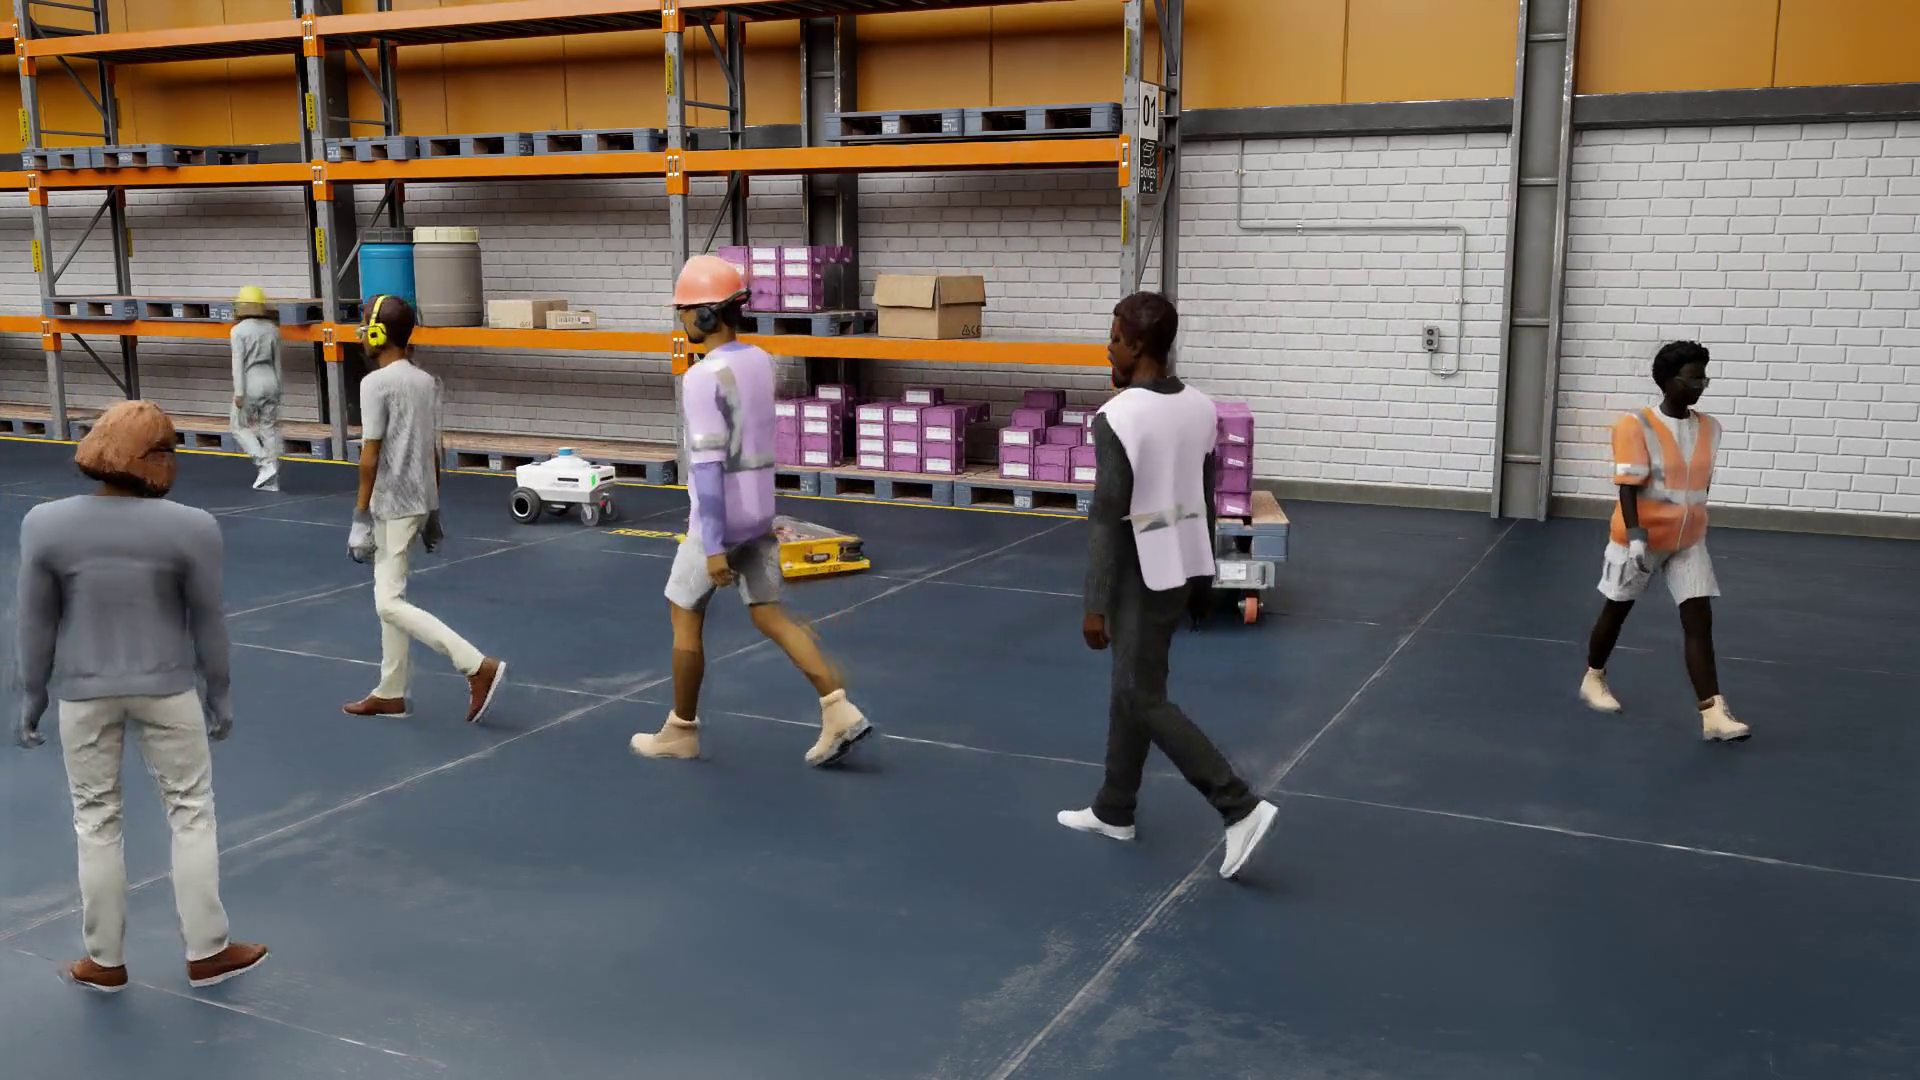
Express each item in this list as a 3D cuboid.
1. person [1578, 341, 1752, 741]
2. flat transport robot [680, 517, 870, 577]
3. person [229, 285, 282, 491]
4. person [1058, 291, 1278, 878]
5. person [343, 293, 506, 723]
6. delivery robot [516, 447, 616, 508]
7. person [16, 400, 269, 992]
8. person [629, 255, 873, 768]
[{"bbox_3d":[2.955,-0.010,6.986,0.537,1.648,0.893,-2,10,-12],"label":"person"},{"bbox_3d":[-1.221,0.020,10.761,0.652,0.197,1.431,-6,12,-33],"label":"flat transport robot"},{"bbox_3d":[-5.897,-1.260,13.917,0.357,1.727,0.501,5,11,27],"label":"person"},{"bbox_3d":[0.684,0.139,5.444,0.848,1.899,0.590,8,13,39],"label":"person"},{"bbox_3d":[-2.327,-0.115,7.043,0.729,1.848,0.529,2,10,9],"label":"person"},{"bbox_3d":[-2.922,-0.446,12.348,0.707,0.478,0.477,4,11,19],"label":"delivery robot"},{"bbox_3d":[-2.251,0.435,4.546,0.578,1.613,0.314,-3,10,-18],"label":"person"},{"bbox_3d":[-0.826,-0.090,6.429,0.970,2.013,0.610,4,11,24],"label":"person"}]
